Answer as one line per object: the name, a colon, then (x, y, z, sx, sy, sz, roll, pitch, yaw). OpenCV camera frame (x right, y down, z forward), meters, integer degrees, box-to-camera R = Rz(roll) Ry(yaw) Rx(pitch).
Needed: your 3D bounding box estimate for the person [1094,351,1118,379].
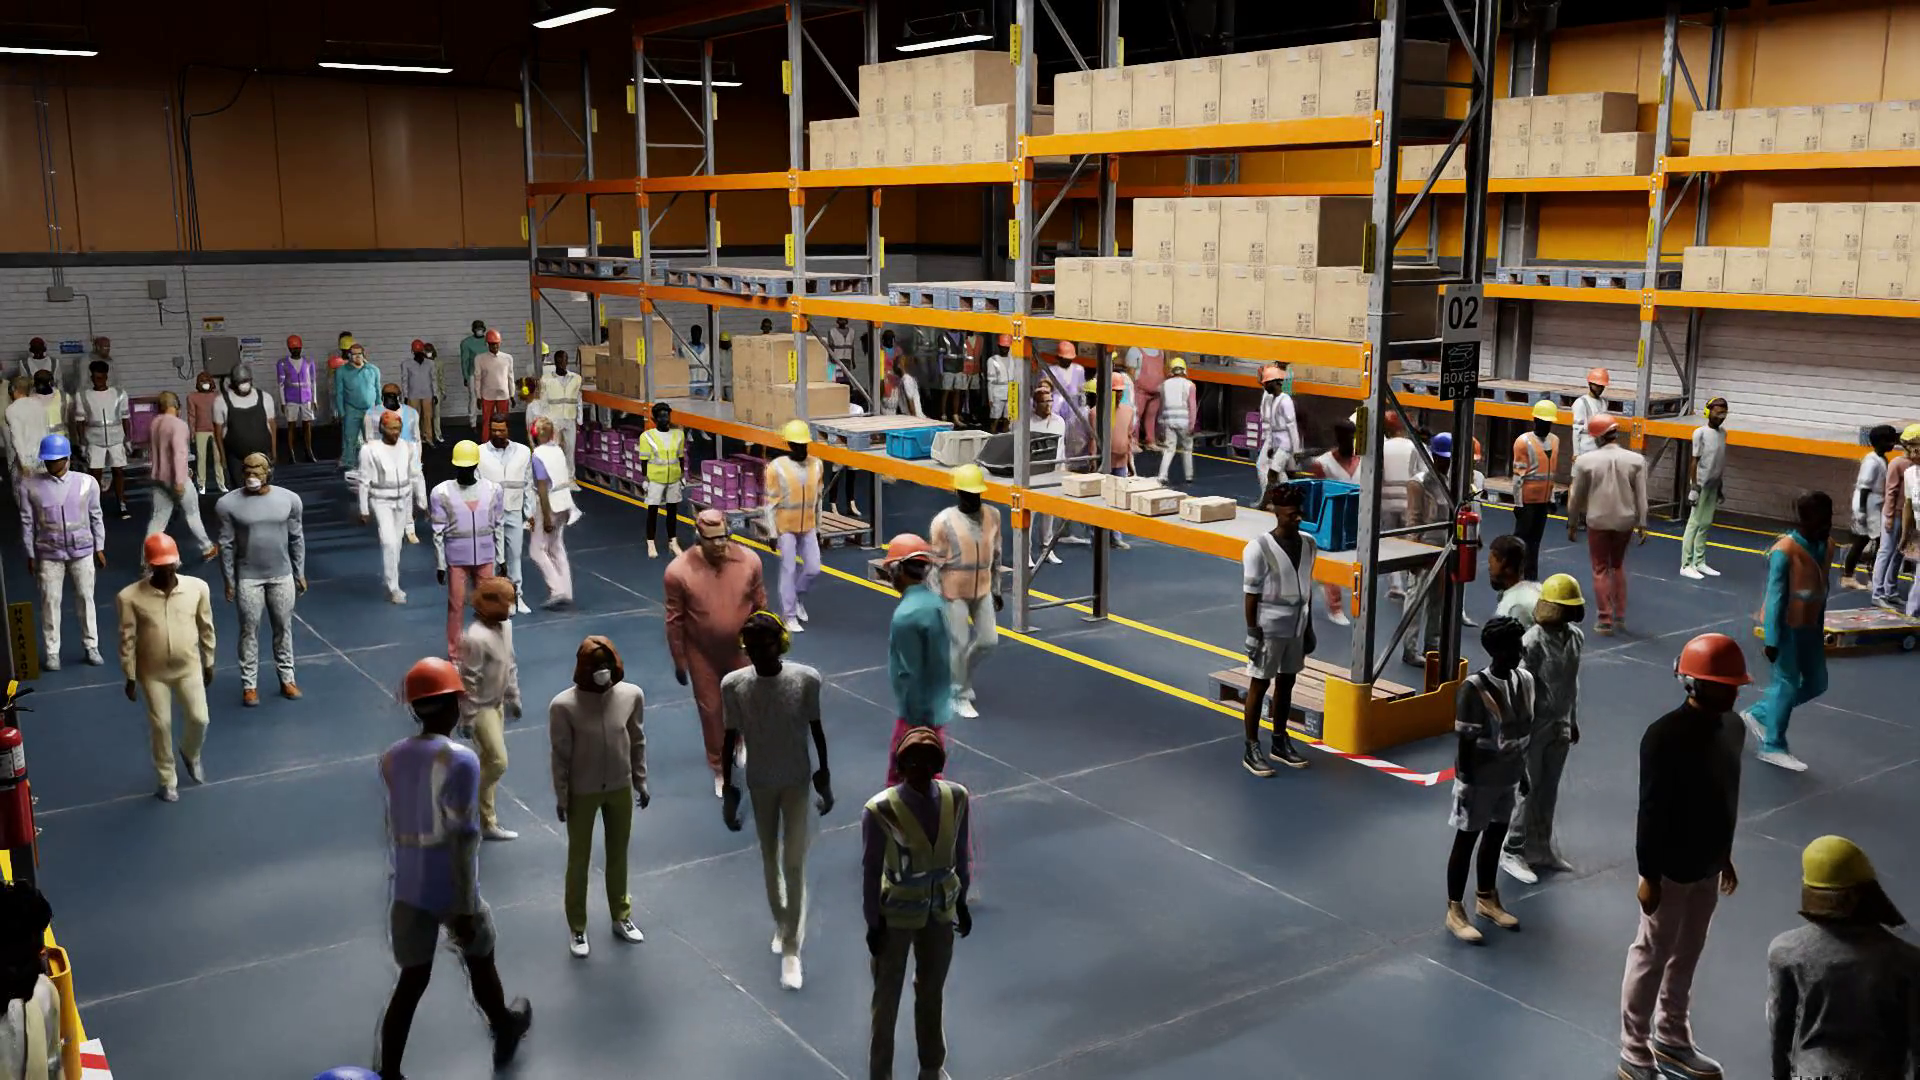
person: (2.177, -1.897, 24.271, 0.526, 1.765, 0.329, -7, 13, -32)

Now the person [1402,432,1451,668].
person: (3.922, 0.070, 13.739, 0.605, 1.944, 0.403, -7, 13, -32)

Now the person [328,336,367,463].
person: (-9.103, -2.092, 24.856, 0.589, 1.924, 0.384, -7, 13, -32)

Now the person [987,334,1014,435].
person: (0.664, -2.176, 25.261, 0.547, 1.934, 0.376, -7, 13, -32)

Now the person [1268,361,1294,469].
person: (4.526, -1.800, 23.574, 0.505, 1.842, 0.347, -7, 13, -32)

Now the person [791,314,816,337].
person: (-2.962, -3.436, 31.979, 0.591, 1.829, 0.404, -7, 13, -32)

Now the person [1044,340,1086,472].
person: (1.444, -1.754, 22.897, 0.646, 2.016, 0.591, -4, 12, -19)

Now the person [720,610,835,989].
person: (-0.895, 1.230, 8.096, 0.526, 1.823, 0.849, 0, 11, 2)

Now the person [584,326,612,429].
person: (-6.058, -2.707, 28.112, 0.574, 1.882, 0.358, -7, 13, -32)

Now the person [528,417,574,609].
person: (-3.881, -0.264, 15.802, 0.445, 1.805, 0.594, 2, 11, 10)

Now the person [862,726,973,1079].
person: (-0.178, 1.562, 6.897, 0.514, 1.636, 0.315, -7, 13, -32)

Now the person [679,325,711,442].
person: (-4.345, -2.589, 27.422, 0.590, 1.917, 0.395, -7, 13, -32)

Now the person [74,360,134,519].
person: (-10.408, -1.213, 20.256, 0.608, 1.963, 0.370, -7, 13, -32)

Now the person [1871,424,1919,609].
person: (8.897, -0.220, 15.689, 0.526, 1.765, 0.329, -7, 13, -32)

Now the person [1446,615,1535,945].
person: (2.733, 1.210, 8.542, 0.536, 1.696, 0.322, -7, 13, -32)

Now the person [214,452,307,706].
person: (-5.295, 0.284, 12.671, 0.628, 1.936, 0.375, -7, 13, -32)

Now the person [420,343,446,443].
person: (-8.660, -2.406, 27.211, 0.501, 1.633, 0.282, -7, 13, -32)

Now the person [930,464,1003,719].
person: (0.054, 0.367, 12.299, 0.624, 1.909, 0.498, -7, 13, -31)

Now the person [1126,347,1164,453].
person: (2.957, -2.389, 26.077, 0.683, 2.000, 0.536, -7, 13, -32)

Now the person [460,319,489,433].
person: (-8.196, -2.799, 28.441, 0.628, 1.939, 0.375, -7, 13, -32)

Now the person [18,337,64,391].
person: (-13.798, -2.104, 25.028, 0.574, 1.882, 0.358, -7, 13, -32)

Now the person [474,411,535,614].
person: (-4.244, -0.247, 15.437, 0.590, 1.917, 0.395, -7, 13, -32)

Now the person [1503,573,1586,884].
person: (3.303, 1.037, 9.307, 0.487, 1.744, 0.314, -7, 13, -32)

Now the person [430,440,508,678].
person: (-3.940, 0.144, 13.417, 0.589, 1.924, 0.384, -7, 13, -32)

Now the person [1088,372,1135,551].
person: (1.683, -0.859, 18.365, 0.612, 1.994, 0.394, -7, 13, -32)

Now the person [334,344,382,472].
person: (-8.462, -1.814, 23.479, 0.642, 1.909, 0.399, -7, 13, -32)

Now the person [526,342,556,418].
person: (-6.425, -2.172, 25.682, 0.526, 1.765, 0.329, -7, 13, -32)

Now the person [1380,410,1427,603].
person: (4.188, -0.319, 15.980, 0.640, 1.847, 0.409, 2, 11, 11)

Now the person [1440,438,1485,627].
person: (4.492, -0.059, 14.896, 0.563, 1.748, 0.340, -7, 13, -32)

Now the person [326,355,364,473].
person: (-8.910, -1.868, 24.305, 0.596, 1.705, 0.833, 6, 13, 29)

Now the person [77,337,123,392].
person: (-12.973, -2.136, 25.230, 0.865, 1.862, 0.657, 4, 12, 20)

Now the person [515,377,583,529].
person: (-4.900, -1.031, 19.719, 0.787, 1.823, 0.513, -1, 11, -7)

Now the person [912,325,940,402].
person: (-0.691, -3.716, 33.182, 0.618, 1.918, 0.577, -5, 12, -24)

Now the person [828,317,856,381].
person: (-2.274, -3.448, 32.006, 0.564, 1.842, 0.392, -7, 13, -32)

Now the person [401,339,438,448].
person: (-8.565, -2.312, 26.420, 0.563, 1.752, 0.341, -7, 13, -32)

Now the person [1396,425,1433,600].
person: (4.412, -0.280, 16.158, 0.536, 1.699, 0.322, -7, 13, -32)

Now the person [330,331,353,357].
person: (-10.008, -2.501, 27.204, 0.541, 1.823, 0.531, 4, 12, 21)

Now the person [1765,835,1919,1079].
person: (2.921, 1.818, 5.467, 0.544, 1.671, 0.888, 5, 12, 26)

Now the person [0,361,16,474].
person: (-13.268, -1.638, 22.981, 0.563, 1.748, 0.340, -7, 13, -32)

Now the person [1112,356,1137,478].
person: (2.190, -1.581, 22.573, 0.486, 1.801, 0.658, 3, 12, 17)

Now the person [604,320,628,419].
person: (-6.292, -3.086, 30.098, 0.609, 1.876, 0.924, 6, 12, 28)

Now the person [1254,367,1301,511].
person: (3.854, -1.135, 20.070, 0.972, 1.868, 0.586, 0, 11, 2)

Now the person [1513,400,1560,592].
person: (5.642, -0.417, 16.286, 0.589, 1.924, 0.384, -7, 13, -32)

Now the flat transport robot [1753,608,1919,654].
flat transport robot: (7.720, 0.779, 14.409, 1.431, 0.197, 0.652, -3, 11, -13)
